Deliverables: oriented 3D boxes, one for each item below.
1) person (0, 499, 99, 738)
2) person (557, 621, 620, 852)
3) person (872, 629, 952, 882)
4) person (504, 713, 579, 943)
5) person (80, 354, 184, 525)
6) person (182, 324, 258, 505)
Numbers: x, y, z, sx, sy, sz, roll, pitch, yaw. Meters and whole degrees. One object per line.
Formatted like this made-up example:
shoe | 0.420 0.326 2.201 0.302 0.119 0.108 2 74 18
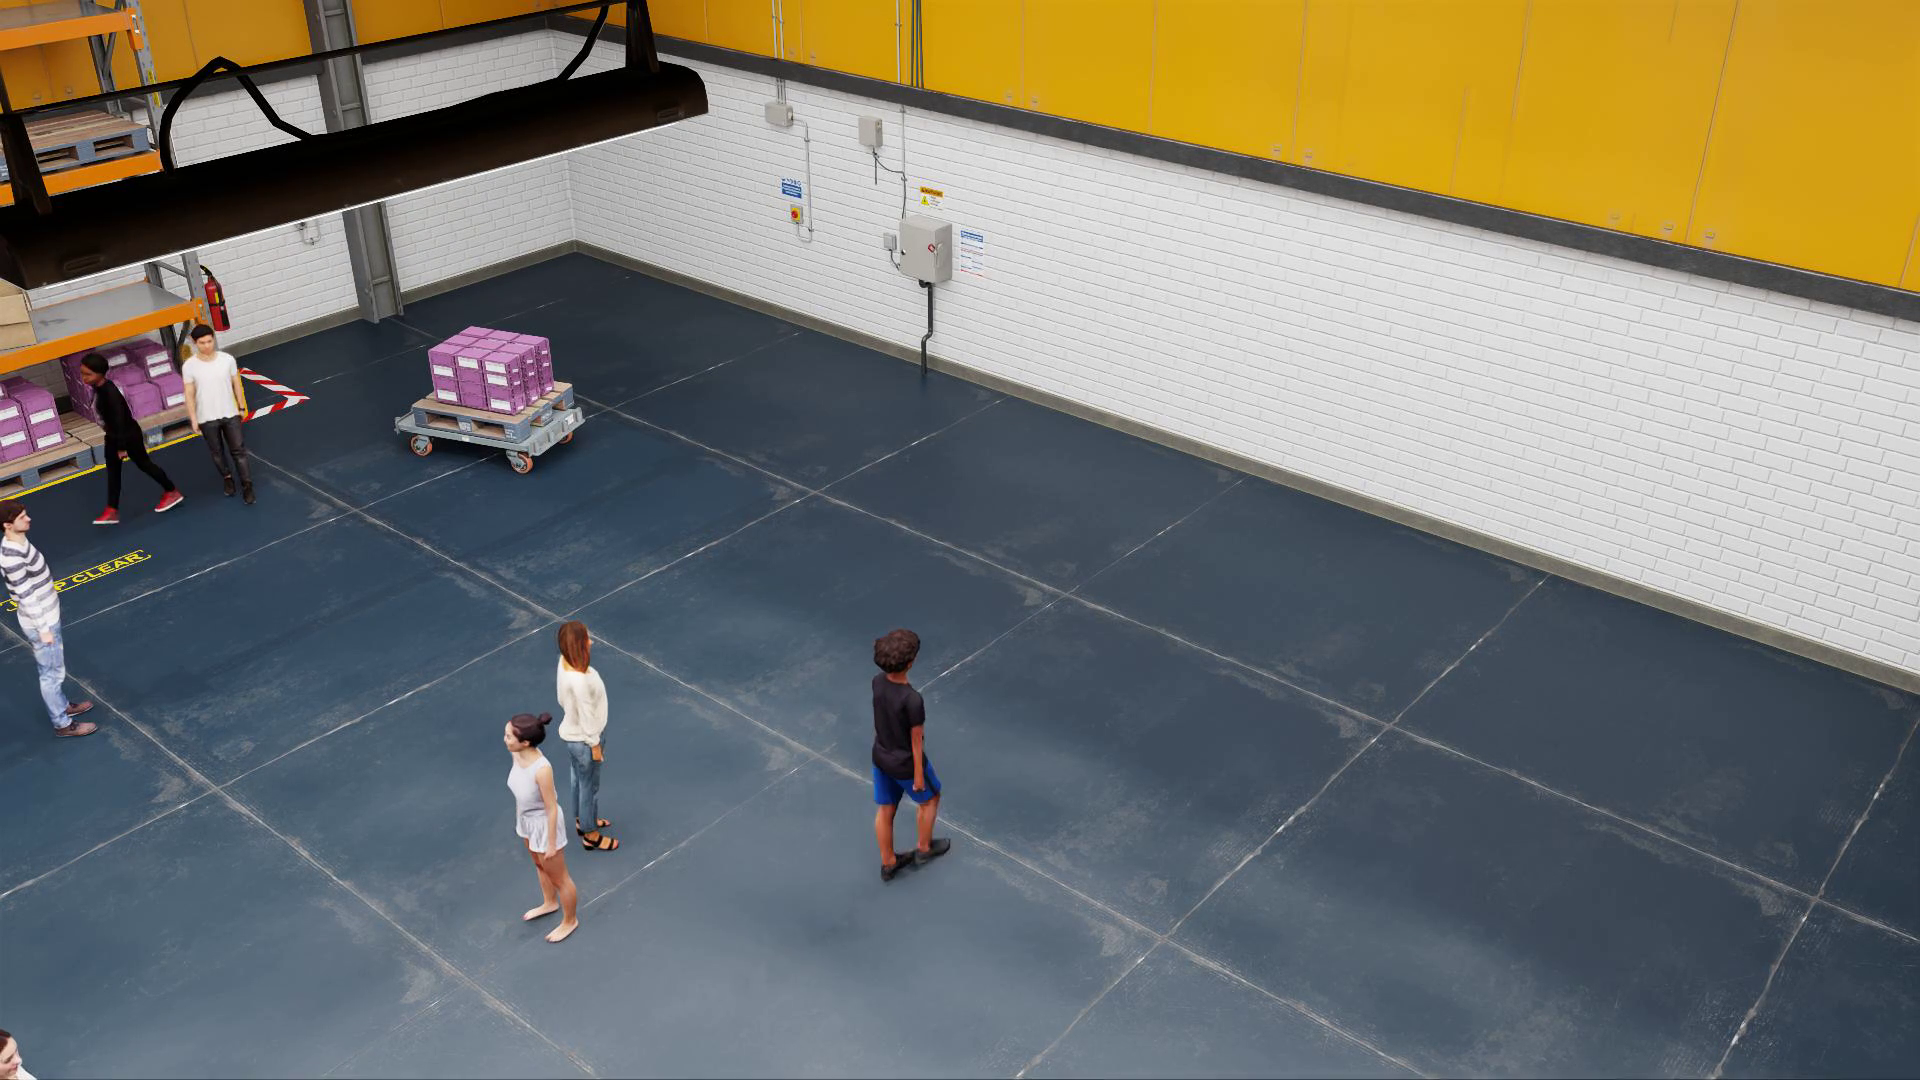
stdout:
person | -6.622 0.548 11.938 0.678 1.854 0.719 -14 31 -23
person | -2.458 1.263 10.810 0.691 1.680 0.701 -12 31 -21
person | -0.437 1.405 10.446 0.664 1.779 0.755 24 37 37
person | -2.535 1.708 10.068 0.552 1.609 0.595 -22 36 -35
person | -7.426 -0.951 14.916 0.654 1.635 1.065 23 36 35
person | -6.845 -1.187 15.285 0.954 1.696 0.915 -14 32 -24
